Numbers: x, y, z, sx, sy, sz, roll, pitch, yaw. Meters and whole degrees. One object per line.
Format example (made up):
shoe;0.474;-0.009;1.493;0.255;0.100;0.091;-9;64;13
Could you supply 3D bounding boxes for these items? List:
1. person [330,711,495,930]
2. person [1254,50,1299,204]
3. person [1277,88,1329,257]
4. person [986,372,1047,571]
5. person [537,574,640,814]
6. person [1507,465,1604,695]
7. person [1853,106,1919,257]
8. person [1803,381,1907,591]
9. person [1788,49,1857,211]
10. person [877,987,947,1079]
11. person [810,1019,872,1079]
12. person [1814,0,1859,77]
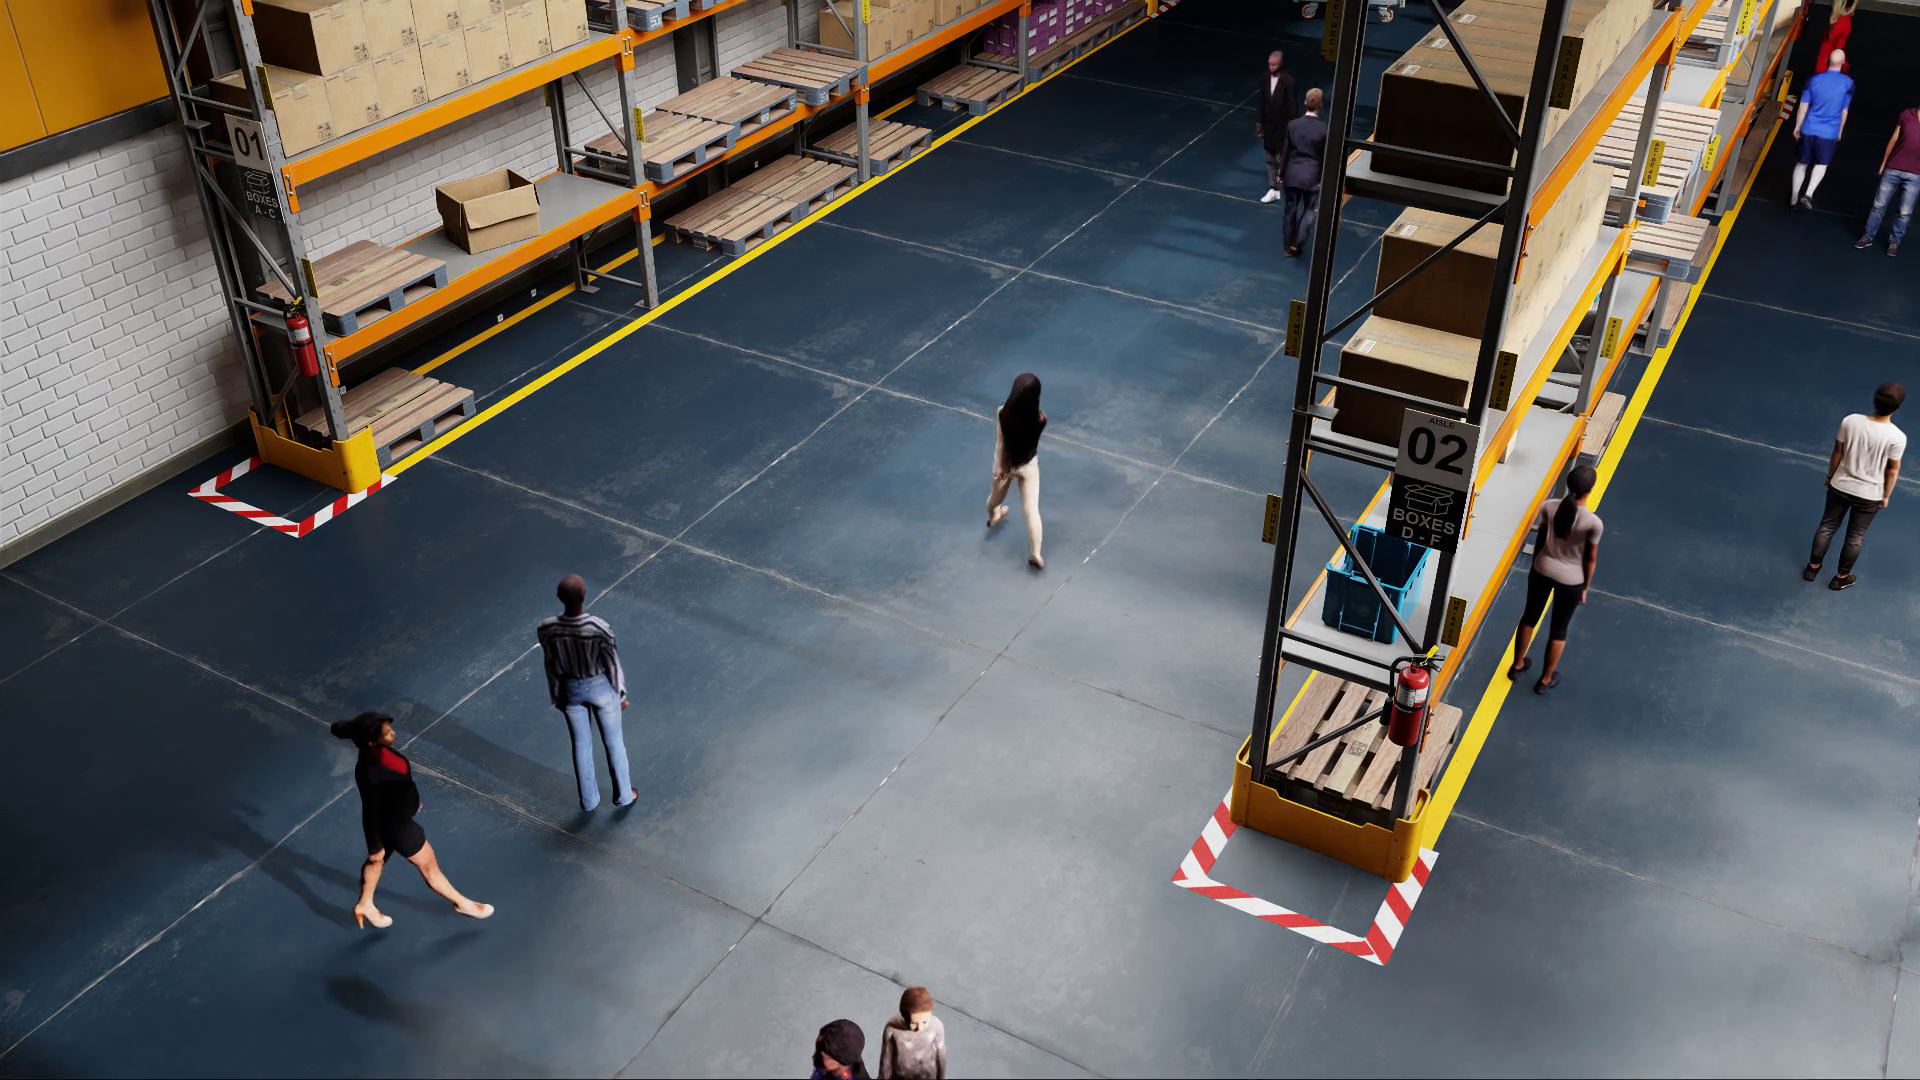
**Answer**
person;-3.294;1.650;9.443;1.055;1.592;1.020;-7;34;-10
person;3.664;-4.706;18.869;0.818;1.741;0.884;27;42;34
person;3.573;-3.800;17.455;0.779;1.798;0.781;12;36;18
person;0.418;-0.642;12.854;0.923;1.632;1.123;8;35;13
person;-2.293;0.970;10.282;0.705;1.795;0.702;0;34;1
person;4.081;0.262;11.393;0.626;1.745;0.583;25;41;33
person;10.033;-3.947;17.630;0.693;1.850;0.616;25;41;33
person;6.706;-0.414;12.431;0.628;1.721;0.679;-28;43;-36
person;9.551;-4.517;18.504;0.659;1.831;0.731;18;38;25
person;-0.238;2.624;8.348;0.669;1.180;0.813;3;34;4
person;-0.468;2.777;7.618;0.857;1.735;0.788;-13;36;-19
person;11.458;-6.549;21.633;0.984;1.751;1.008;-10;35;-14
